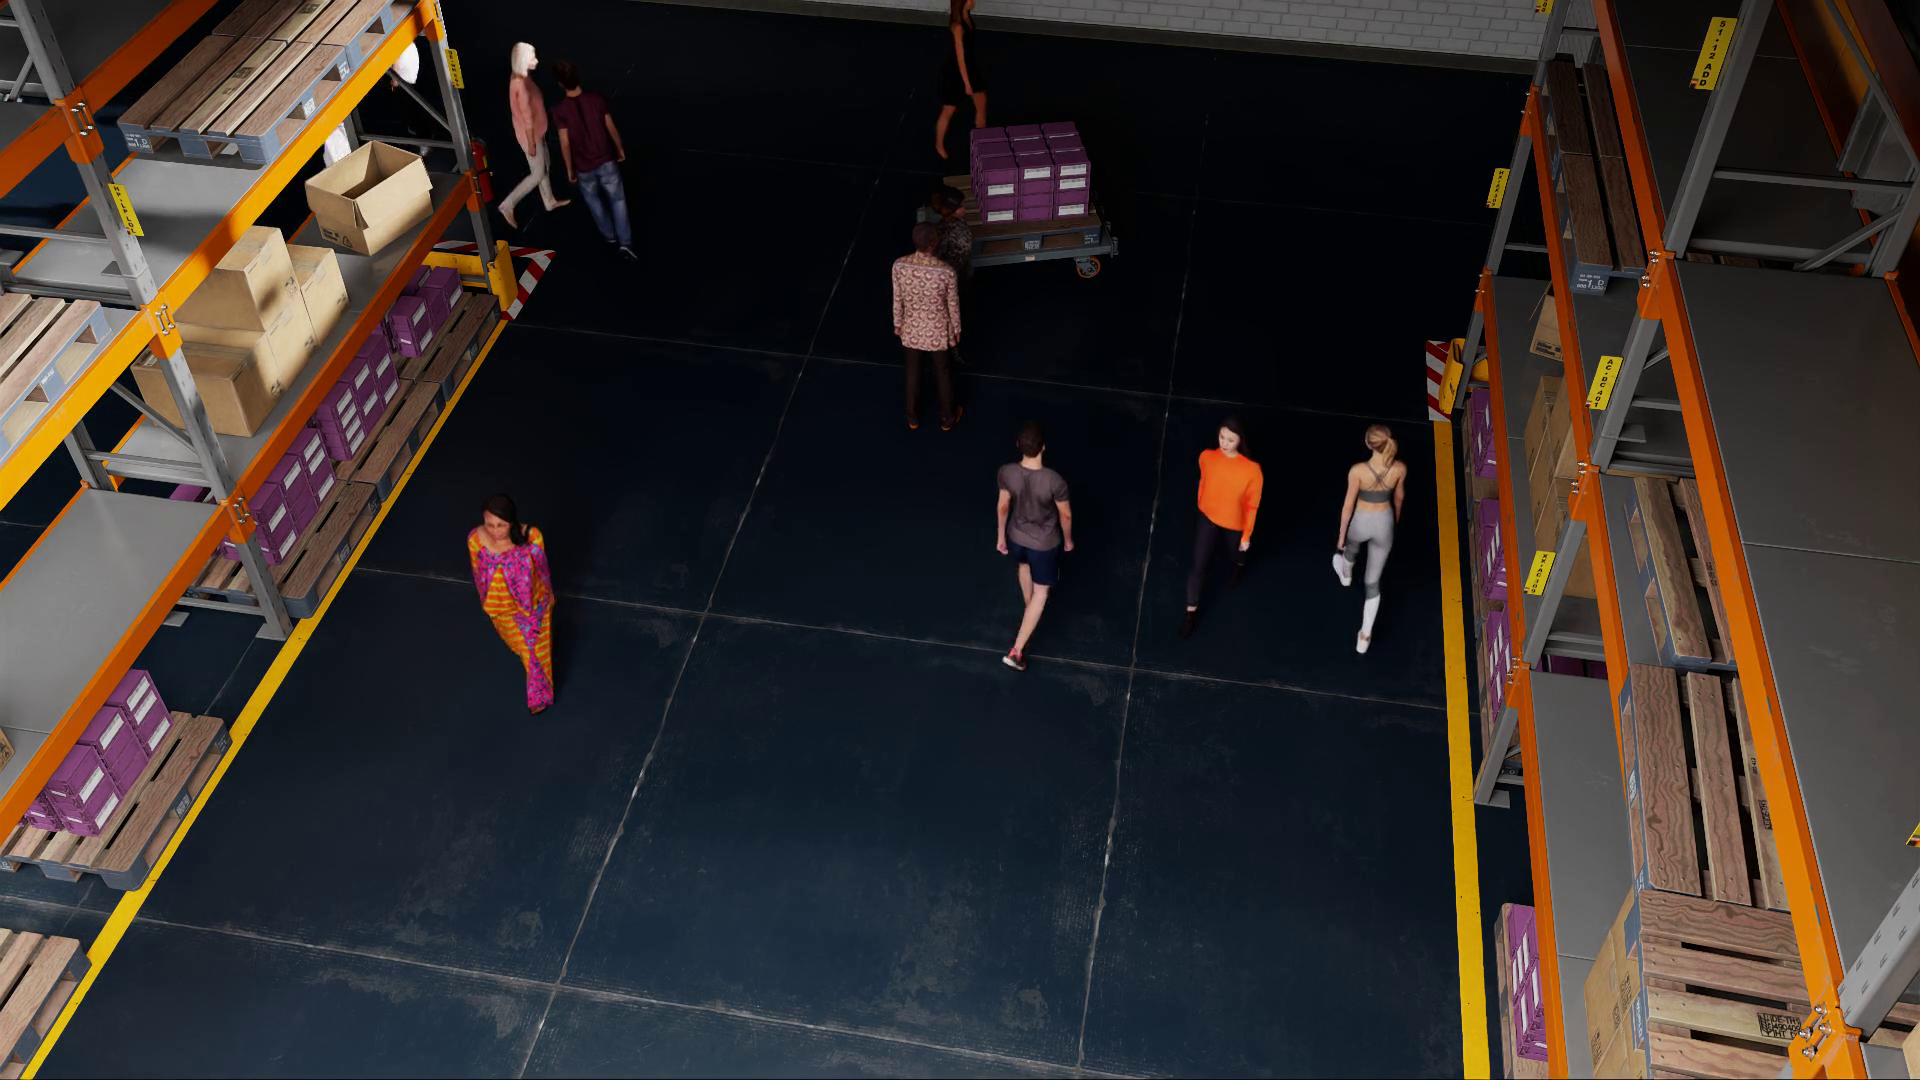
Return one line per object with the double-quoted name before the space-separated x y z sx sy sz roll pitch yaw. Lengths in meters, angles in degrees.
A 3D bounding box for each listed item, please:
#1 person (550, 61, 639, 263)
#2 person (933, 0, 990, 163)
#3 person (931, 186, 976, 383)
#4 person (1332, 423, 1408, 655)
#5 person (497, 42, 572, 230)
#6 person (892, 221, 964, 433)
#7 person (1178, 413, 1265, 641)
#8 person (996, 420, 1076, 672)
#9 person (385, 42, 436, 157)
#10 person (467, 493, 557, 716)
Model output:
"person" -3.118 -3.204 14.239 1.052 1.811 1.198 -11 45 -11
"person" -0.085 -4.269 15.358 0.700 1.809 0.845 11 45 12
"person" -0.083 -2.016 13.063 0.719 1.715 0.623 25 49 24
"person" 2.714 0.004 10.989 0.652 1.651 1.178 4 44 4
"person" -3.867 -3.577 14.710 0.952 1.702 0.963 -14 45 -14
"person" -0.246 -1.585 12.543 0.688 1.808 0.599 9 44 10
"person" 1.815 -0.166 11.120 0.867 1.715 1.173 21 47 21
"person" 0.454 0.059 10.807 0.849 1.822 1.190 18 46 18
"person" -5.308 -4.515 15.725 0.916 1.661 0.743 1 44 1
"person" -2.826 0.307 10.668 0.762 1.655 1.102 -1 44 -1
